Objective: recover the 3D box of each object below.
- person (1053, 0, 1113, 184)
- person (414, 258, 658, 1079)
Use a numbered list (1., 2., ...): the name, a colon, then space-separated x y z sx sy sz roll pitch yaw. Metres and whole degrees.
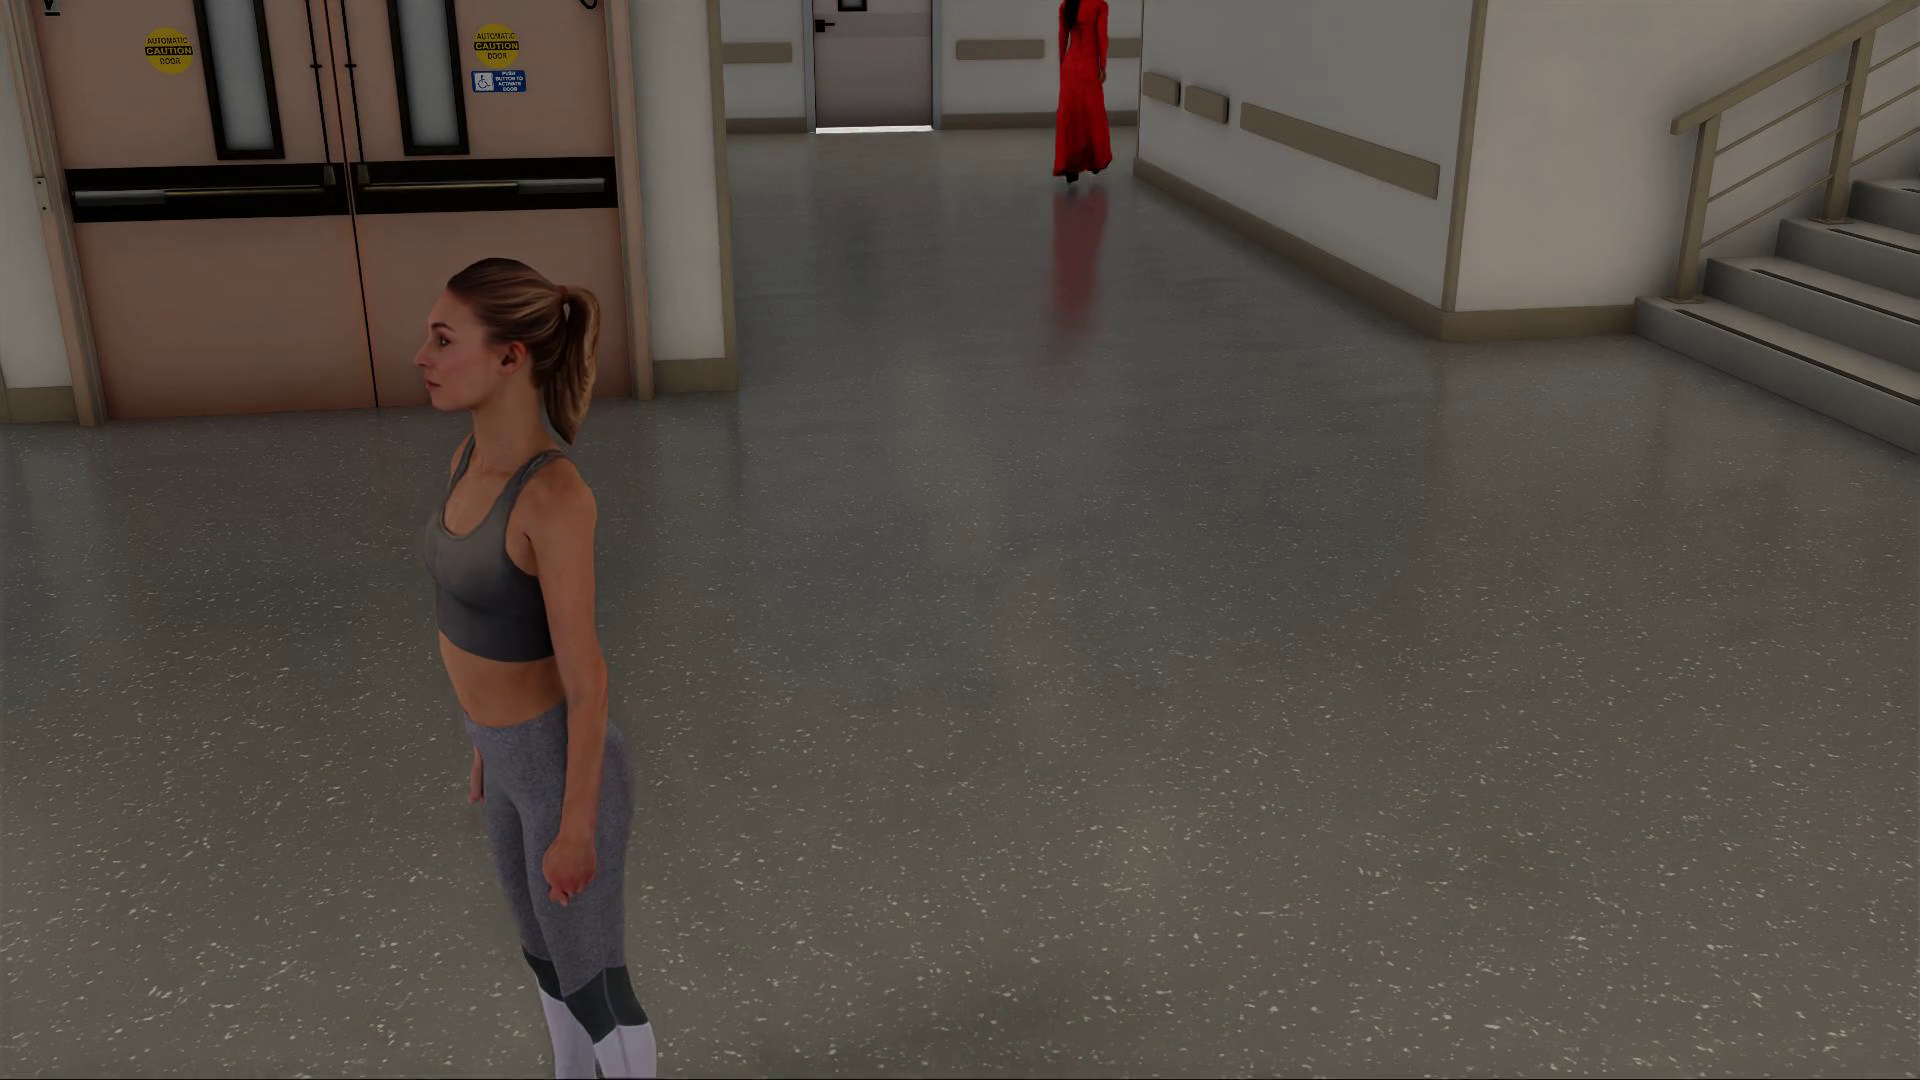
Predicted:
1. person: 0.964 -3.820 13.748 1.099 1.748 1.078 10 23 24
2. person: -0.667 0.387 2.703 0.654 1.703 0.637 -14 25 -33
